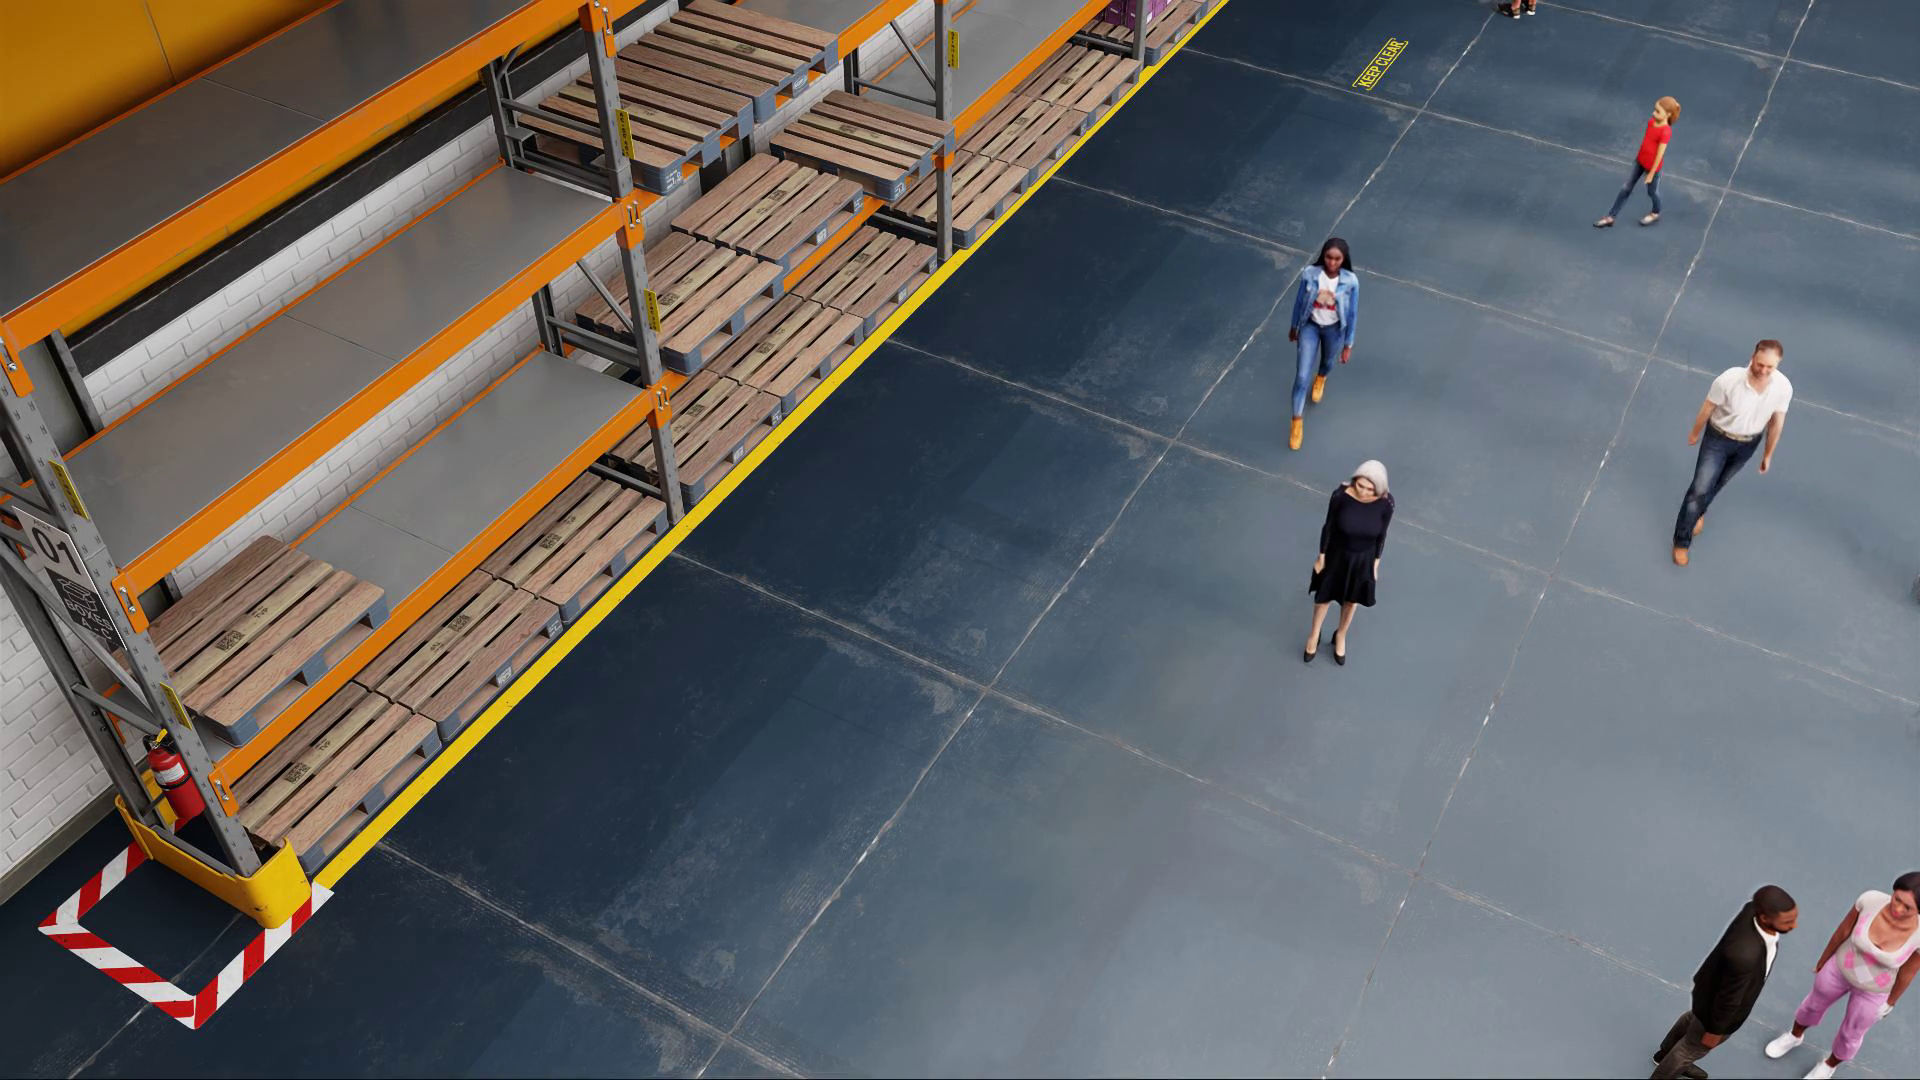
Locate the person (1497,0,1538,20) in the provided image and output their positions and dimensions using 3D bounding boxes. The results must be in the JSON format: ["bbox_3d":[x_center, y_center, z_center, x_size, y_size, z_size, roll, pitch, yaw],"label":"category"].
[{"bbox_3d":[6.196,-6.519,17.802,0.763,1.861,0.830,-12,45,-12],"label":"person"}]

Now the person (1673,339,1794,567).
[{"bbox_3d":[5.472,-0.772,11.797,0.842,1.822,1.059,9,44,9],"label":"person"}]

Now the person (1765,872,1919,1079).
[{"bbox_3d":[4.686,2.280,8.653,0.622,1.740,0.626,-30,51,-28],"label":"person"}]

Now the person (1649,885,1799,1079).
[{"bbox_3d":[3.918,2.341,8.546,0.736,1.800,0.490,25,49,24],"label":"person"}]

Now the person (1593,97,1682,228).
[{"bbox_3d":[6.233,-3.360,14.907,0.922,1.280,0.854,-10,45,-11],"label":"person"}]

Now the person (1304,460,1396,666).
[{"bbox_3d":[2.540,0.147,10.888,0.675,1.747,0.679,6,44,7],"label":"person"}]

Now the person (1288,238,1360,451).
[{"bbox_3d":[2.801,-1.619,12.802,0.843,1.663,1.251,11,45,11],"label":"person"}]
